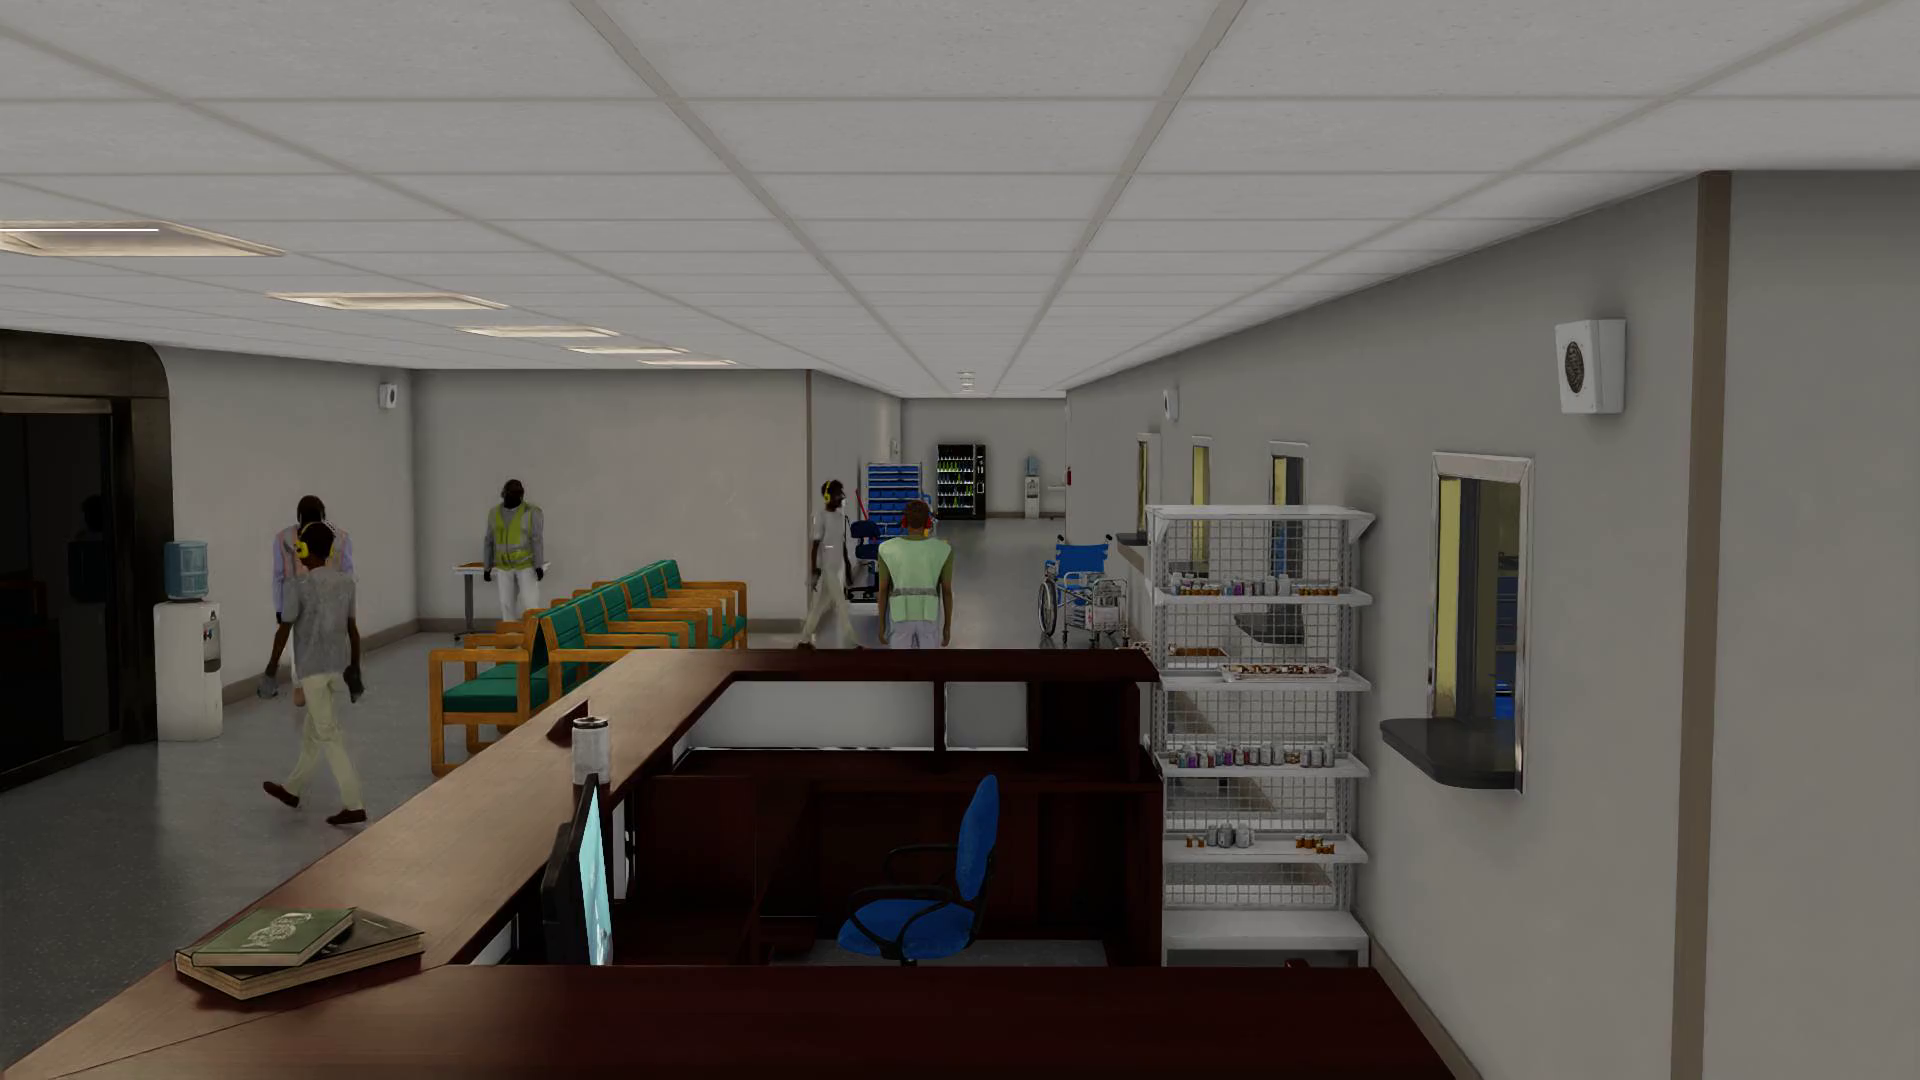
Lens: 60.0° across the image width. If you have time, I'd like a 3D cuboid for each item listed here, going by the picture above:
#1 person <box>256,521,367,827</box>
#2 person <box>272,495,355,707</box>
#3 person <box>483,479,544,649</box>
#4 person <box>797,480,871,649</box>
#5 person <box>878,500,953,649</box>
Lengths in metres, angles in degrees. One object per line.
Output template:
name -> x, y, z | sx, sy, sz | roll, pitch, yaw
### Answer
person -> -3.930, 0.799, 10.034 | 0.969, 1.822, 0.515 | 2, 4, 23
person -> -5.325, 0.535, 13.722 | 0.632, 1.828, 0.474 | -2, 4, -24
person -> -4.631, 0.278, 17.315 | 0.699, 1.828, 0.439 | 1, 4, 11
person -> -1.290, 0.295, 17.082 | 0.968, 1.818, 0.545 | 2, 4, 23
person -> -0.331, 0.622, 12.377 | 0.560, 1.839, 0.395 | 0, 4, -6
